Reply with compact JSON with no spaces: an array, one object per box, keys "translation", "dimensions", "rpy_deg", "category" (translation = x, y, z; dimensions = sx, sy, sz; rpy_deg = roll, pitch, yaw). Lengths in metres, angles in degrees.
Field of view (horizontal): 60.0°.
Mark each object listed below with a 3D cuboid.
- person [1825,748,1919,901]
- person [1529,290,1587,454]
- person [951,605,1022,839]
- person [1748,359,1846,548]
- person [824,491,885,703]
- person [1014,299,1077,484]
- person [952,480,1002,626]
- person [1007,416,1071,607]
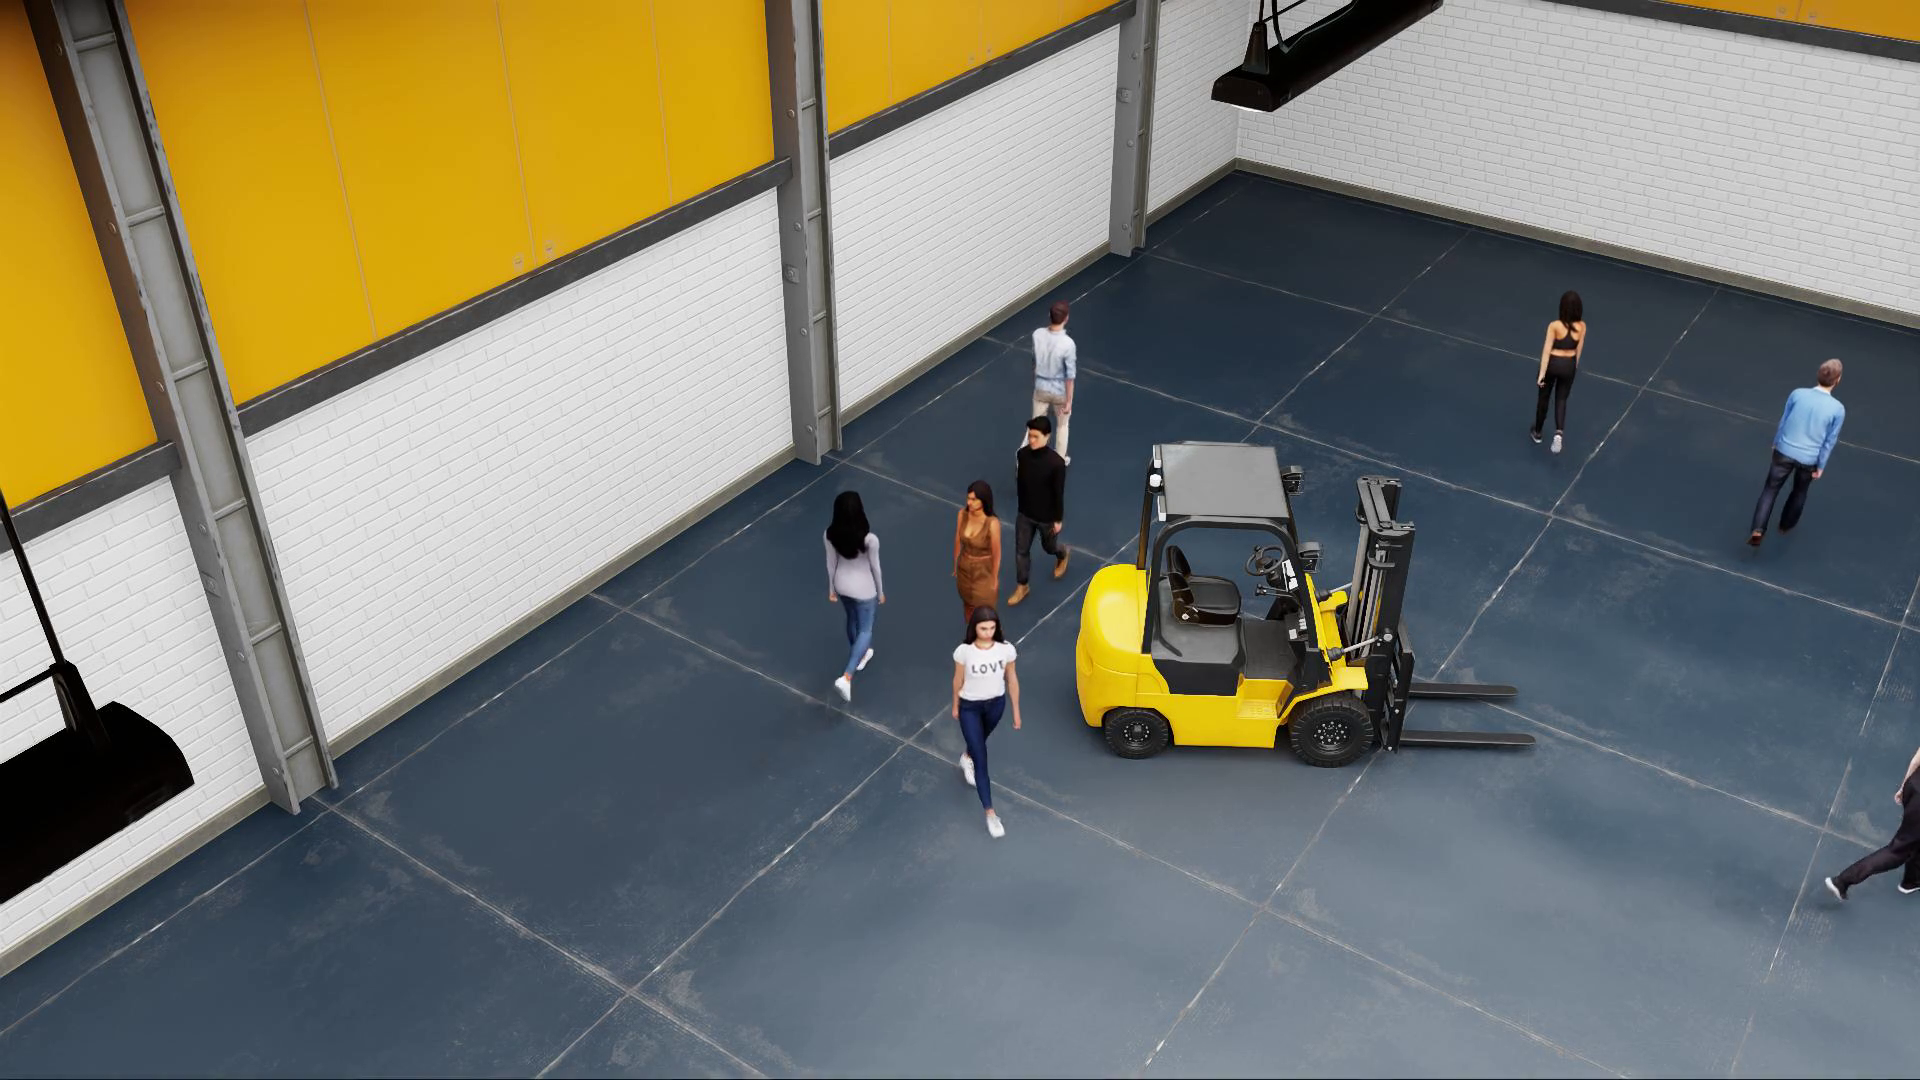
[{"translation":[6.229,1.737,10.891],"dimensions":[1.131,1.718,1.090],"rpy_deg":[-4,34,-7],"category":"person"},{"translation":[5.767,-1.587,15.972],"dimensions":[0.813,1.629,0.979],"rpy_deg":[3,34,4],"category":"person"},{"translation":[0.134,1.153,11.763],"dimensions":[1.148,1.725,1.137],"rpy_deg":[-9,35,-13],"category":"person"},{"translation":[7.304,-0.732,14.542],"dimensions":[0.677,1.789,1.130],"rpy_deg":[23,40,31],"category":"person"},{"translation":[-0.849,0.442,12.843],"dimensions":[0.747,1.713,1.101],"rpy_deg":[14,36,20],"category":"person"},{"translation":[0.799,-1.343,15.424],"dimensions":[0.663,1.829,1.035],"rpy_deg":[21,39,28],"category":"person"},{"translation":[0.154,0.248,13.153],"dimensions":[0.564,1.693,0.515],"rpy_deg":[22,40,30],"category":"person"},{"translation":[0.707,-0.290,13.954],"dimensions":[0.651,1.702,1.006],"rpy_deg":[22,39,29],"category":"person"}]
